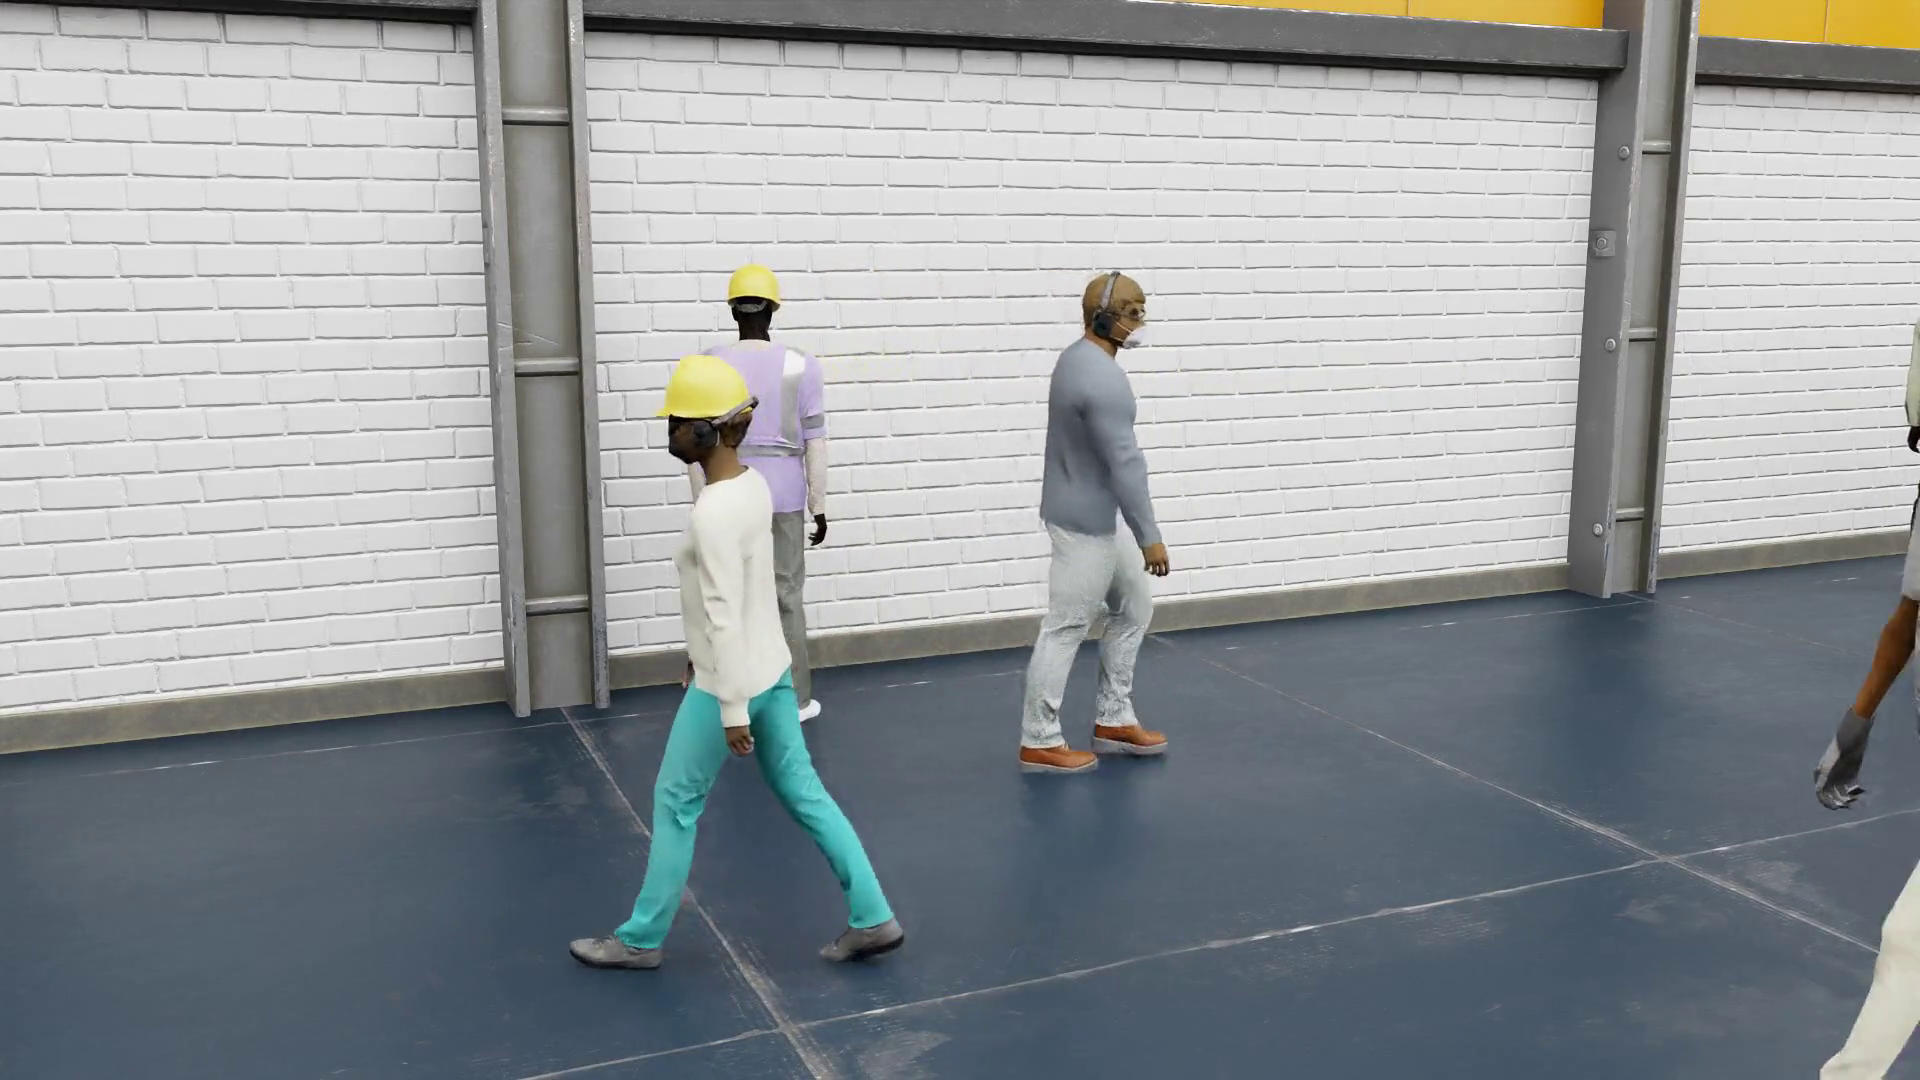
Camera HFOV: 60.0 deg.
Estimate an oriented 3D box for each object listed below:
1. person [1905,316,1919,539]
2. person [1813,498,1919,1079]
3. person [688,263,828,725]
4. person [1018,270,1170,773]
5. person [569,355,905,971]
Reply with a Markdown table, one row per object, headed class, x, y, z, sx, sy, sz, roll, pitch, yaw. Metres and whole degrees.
| class | x | y | z | sx | sy | sz | roll | pitch | yaw |
| --- | --- | --- | --- | --- | --- | --- | --- | --- | --- |
| person | 5.644 | -0.654 | 9.344 | 0.394 | 1.991 | 0.610 | -7 | 12 | -33 |
| person | 2.160 | 0.480 | 3.585 | 0.987 | 1.819 | 0.516 | 0 | 10 | 0 |
| person | -0.832 | -0.172 | 6.881 | 0.585 | 1.921 | 0.373 | 0 | 10 | 2 |
| person | 0.563 | -0.043 | 6.219 | 0.773 | 1.898 | 0.642 | 0 | 10 | -3 |
| person | -0.594 | 0.360 | 4.512 | 0.923 | 1.721 | 0.537 | 2 | 10 | 10 |
